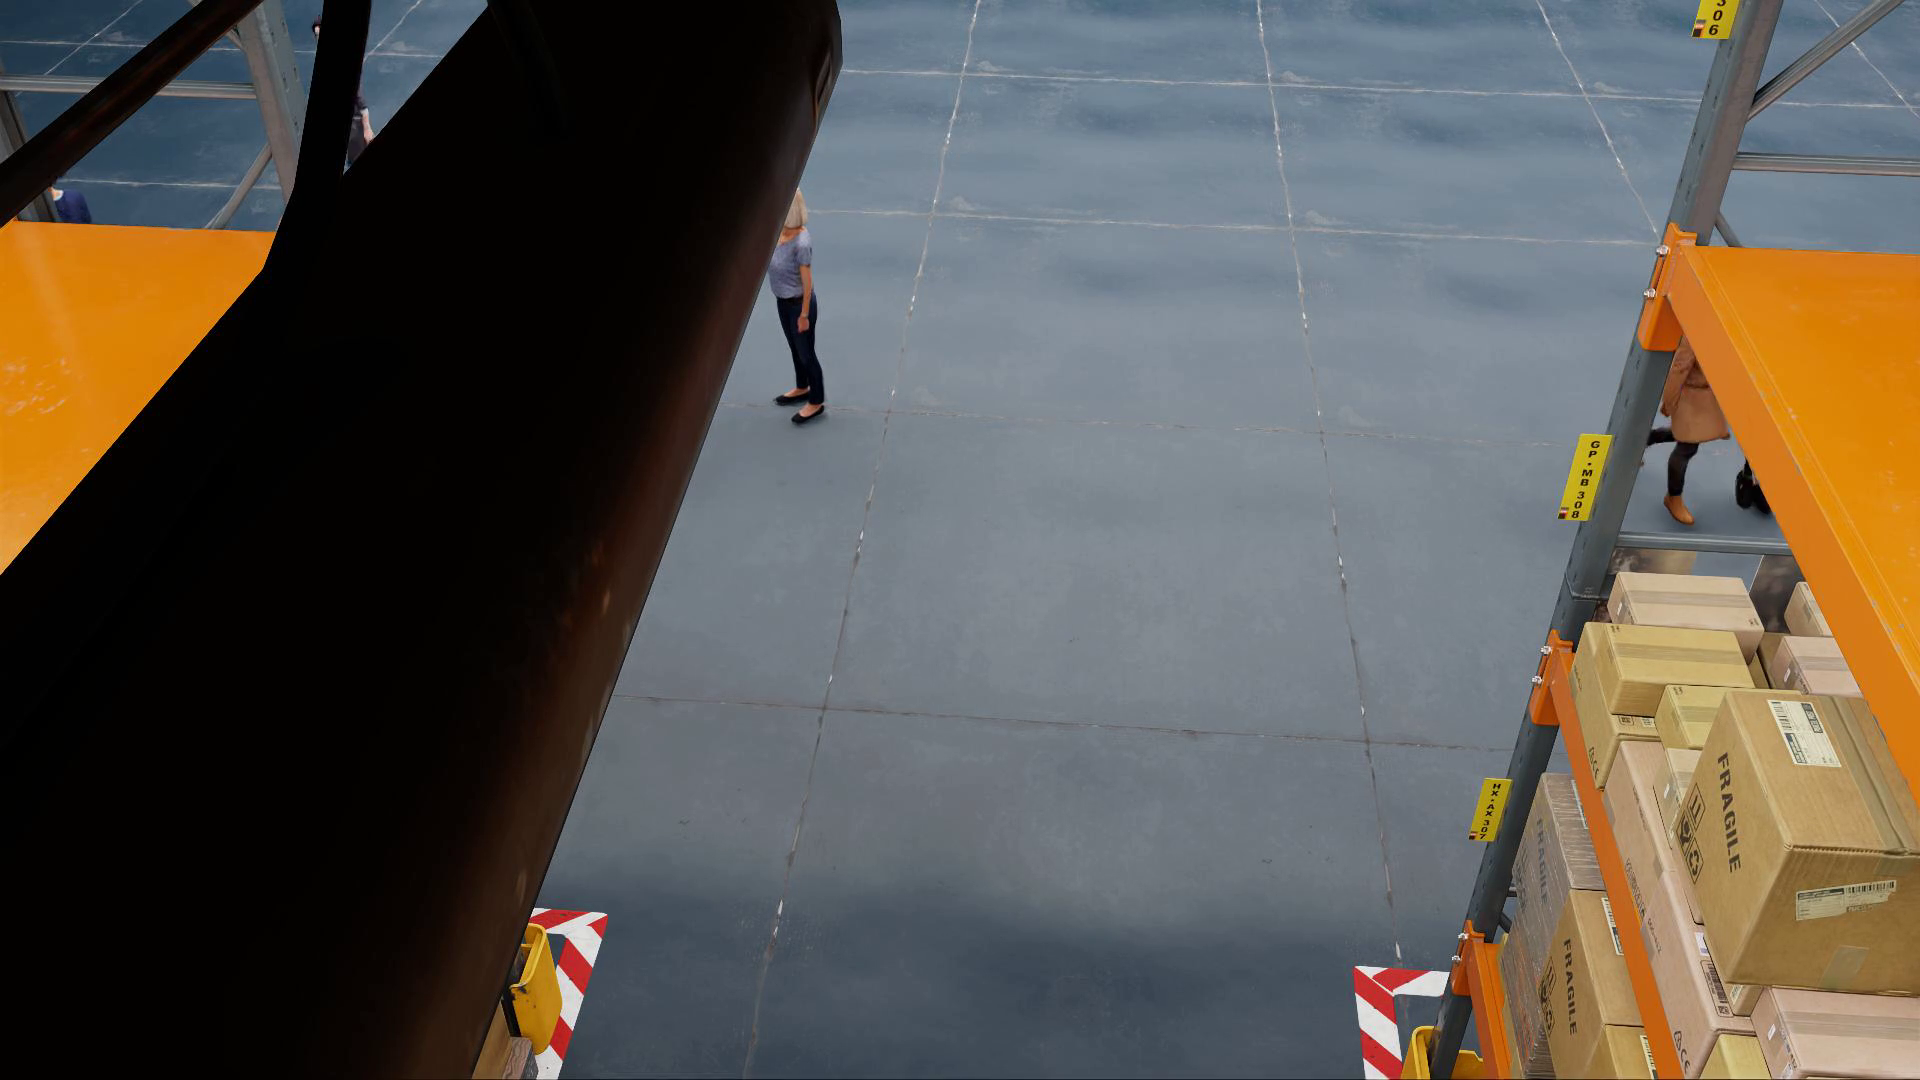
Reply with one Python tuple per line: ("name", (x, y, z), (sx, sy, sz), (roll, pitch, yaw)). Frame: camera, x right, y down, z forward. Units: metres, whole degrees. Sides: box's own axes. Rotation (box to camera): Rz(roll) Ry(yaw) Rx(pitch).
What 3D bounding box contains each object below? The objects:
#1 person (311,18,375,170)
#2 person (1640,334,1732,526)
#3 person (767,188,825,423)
("person", (-4.831, -3.376, 13.397), (0.898, 1.744, 1.065), (23, 43, 26))
("person", (4.565, -0.972, 10.356), (0.939, 1.705, 1.079), (-16, 41, -19))
("person", (-1.093, -1.596, 11.142), (0.726, 1.720, 0.614), (-17, 41, -20))
